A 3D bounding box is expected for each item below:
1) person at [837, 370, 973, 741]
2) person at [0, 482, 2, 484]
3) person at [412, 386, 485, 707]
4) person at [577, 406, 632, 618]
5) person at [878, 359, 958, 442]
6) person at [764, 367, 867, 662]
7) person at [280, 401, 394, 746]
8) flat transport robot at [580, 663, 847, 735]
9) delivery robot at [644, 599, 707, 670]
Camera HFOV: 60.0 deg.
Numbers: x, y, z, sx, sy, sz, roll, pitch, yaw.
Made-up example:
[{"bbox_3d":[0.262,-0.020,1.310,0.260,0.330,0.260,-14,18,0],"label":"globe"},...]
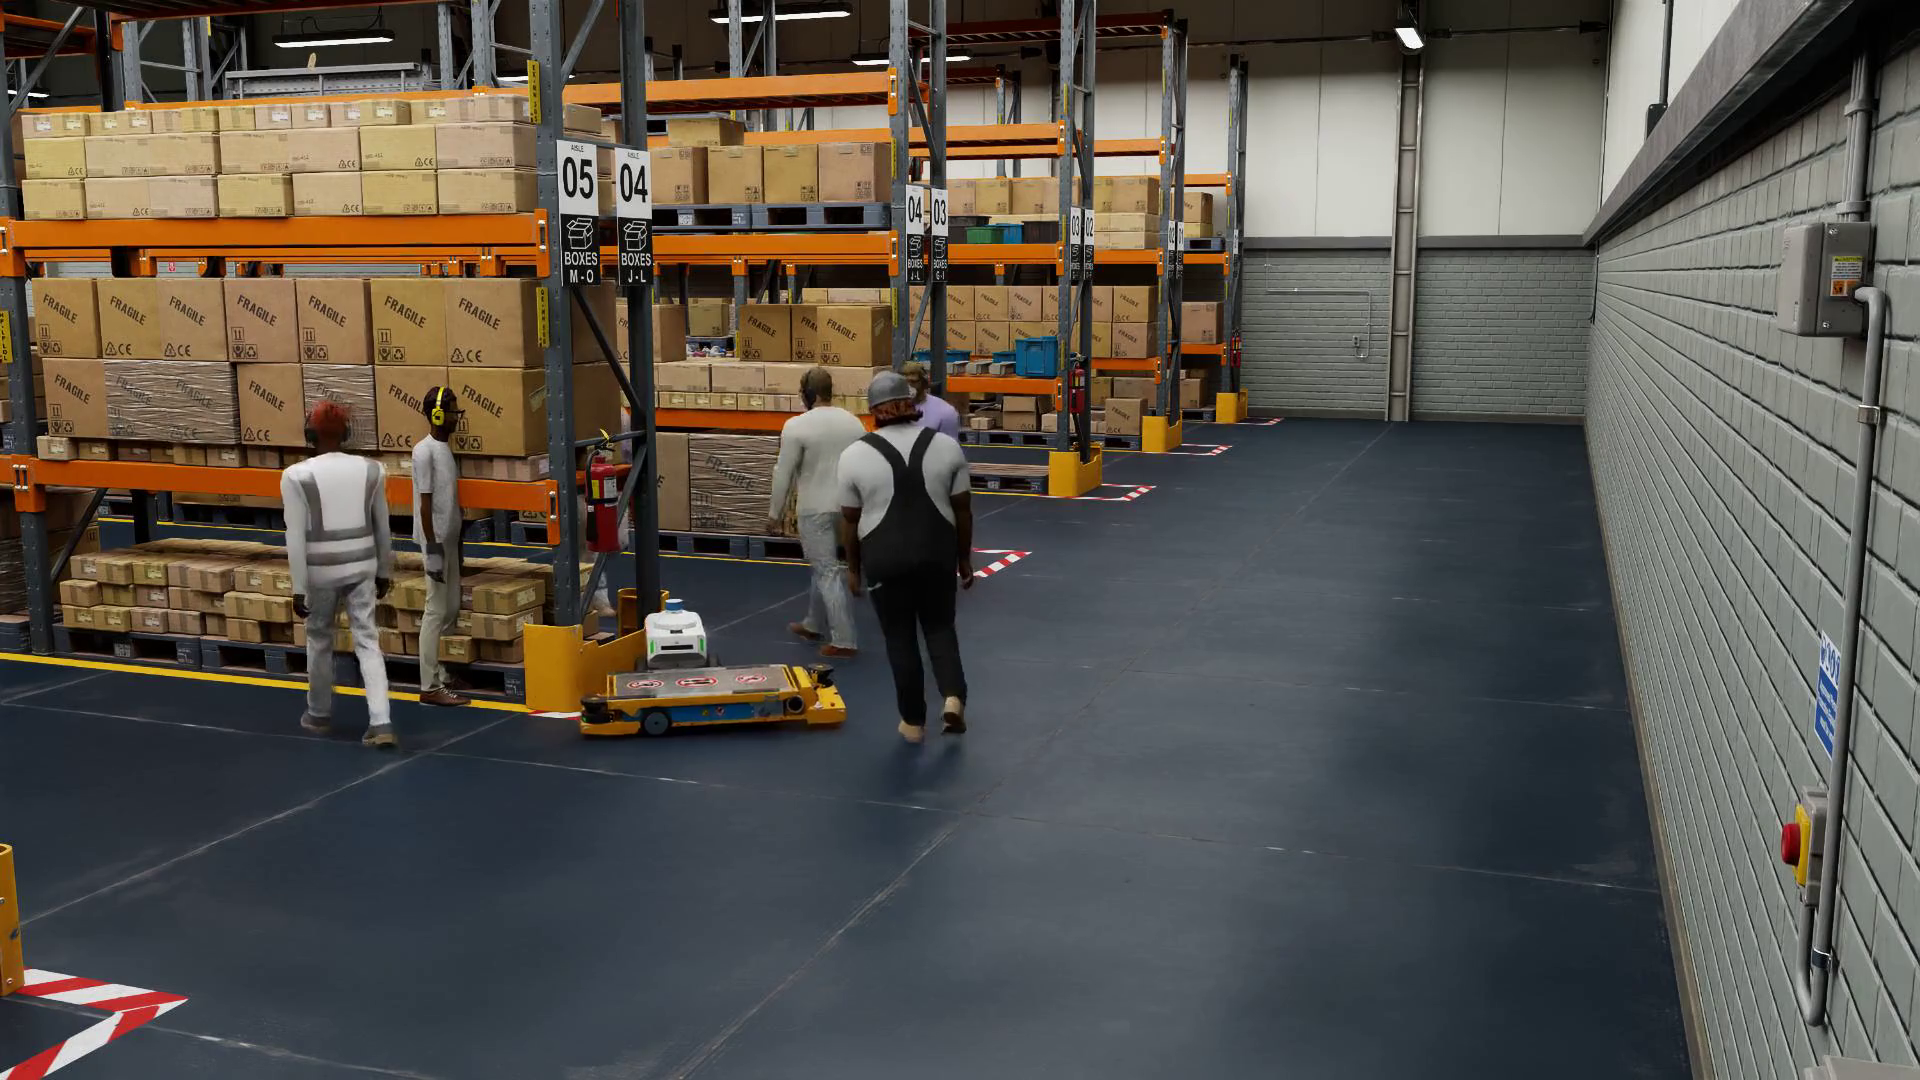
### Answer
[{"bbox_3d":[-0.296,0.075,8.851,0.719,2.000,0.589,-2,9,-13],"label":"person"},{"bbox_3d":[-9.918,-1.086,16.602,0.977,1.885,0.603,3,10,17],"label":"person"},{"bbox_3d":[-2.999,0.036,9.672,0.326,1.860,0.515,0,9,2],"label":"person"},{"bbox_3d":[-2.713,-0.352,12.238,0.669,1.814,0.657,-6,11,-32],"label":"person"},{"bbox_3d":[-0.288,-0.408,12.351,0.638,1.893,1.034,2,9,13],"label":"person"},{"bbox_3d":[-0.976,-0.177,10.885,0.906,1.898,0.631,8,12,42],"label":"person"},{"bbox_3d":[-3.293,0.179,8.861,0.584,1.843,0.924,-8,12,-40],"label":"person"},{"bbox_3d":[-1.391,0.881,9.326,1.431,0.197,0.652,-2,9,-12],"label":"flat transport robot"},{"bbox_3d":[-1.705,0.595,9.937,0.477,0.478,0.707,-2,9,-12],"label":"delivery robot"}]
